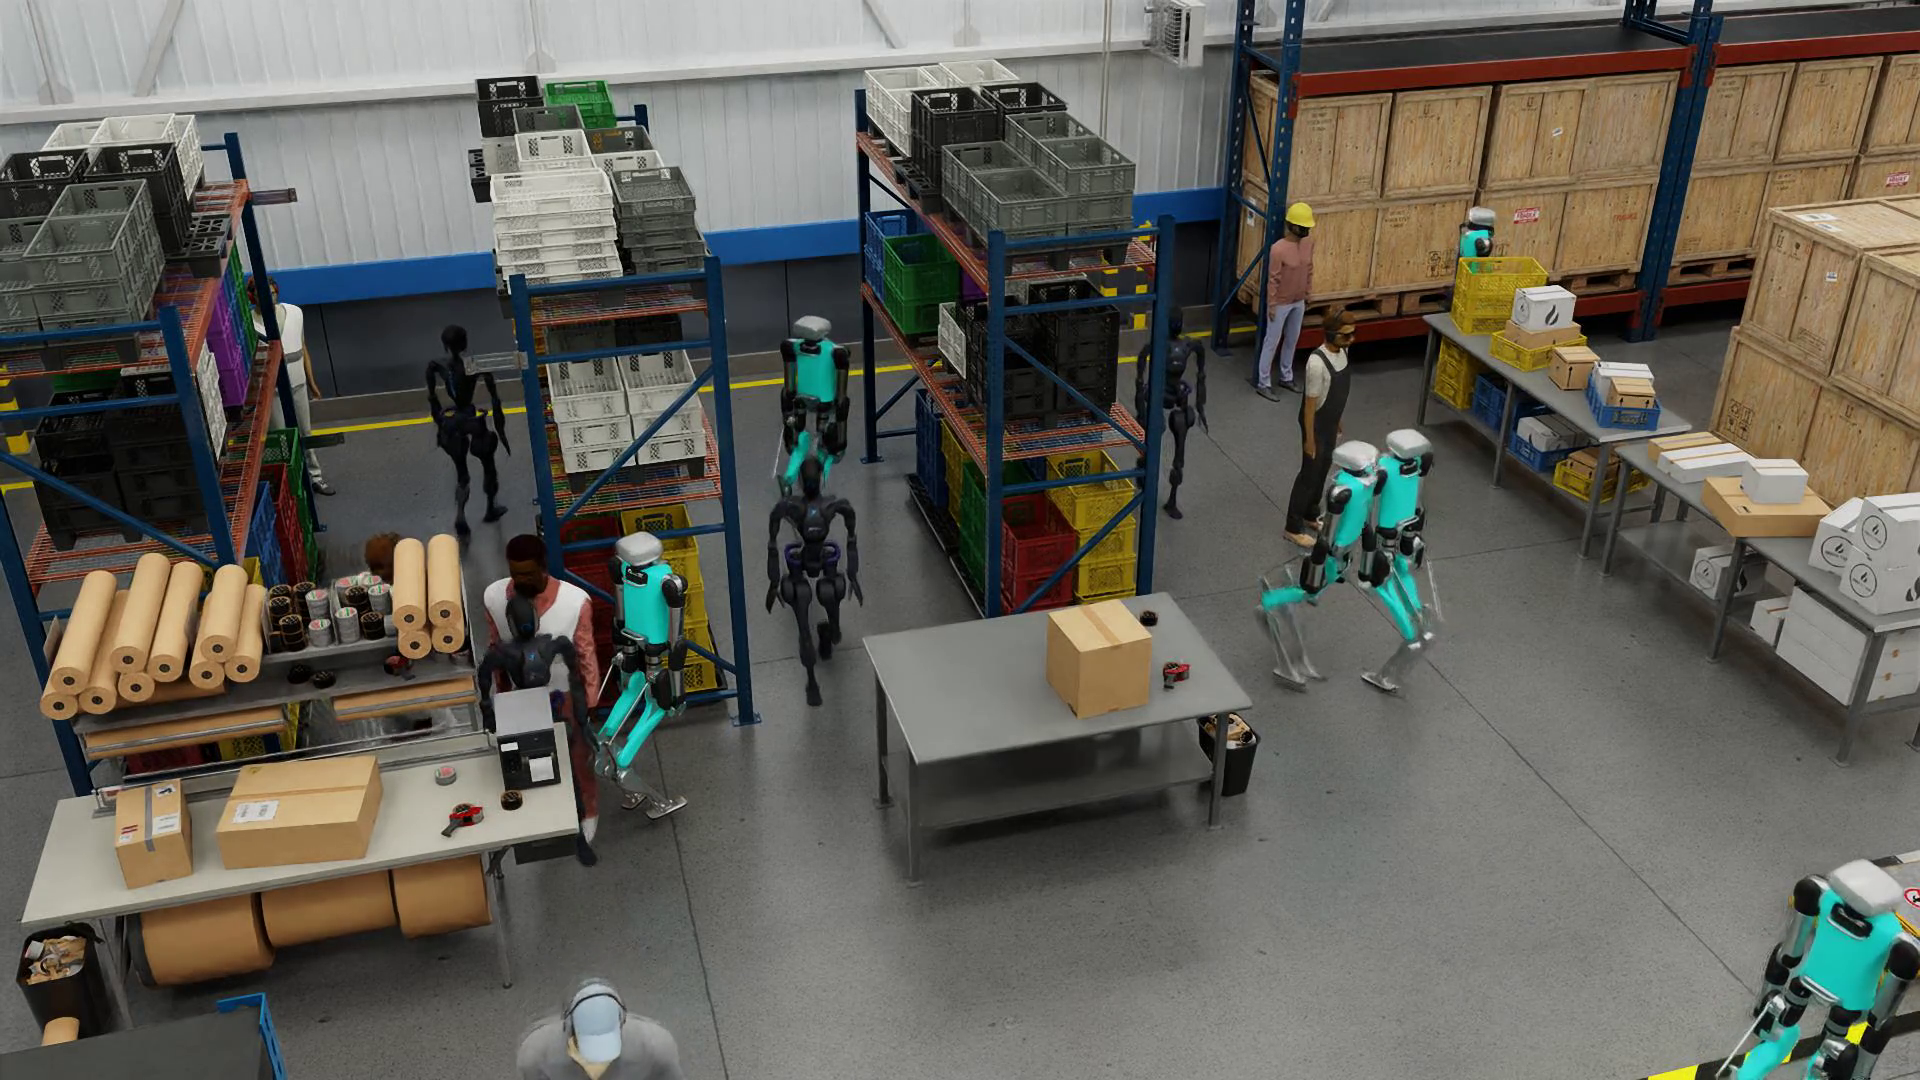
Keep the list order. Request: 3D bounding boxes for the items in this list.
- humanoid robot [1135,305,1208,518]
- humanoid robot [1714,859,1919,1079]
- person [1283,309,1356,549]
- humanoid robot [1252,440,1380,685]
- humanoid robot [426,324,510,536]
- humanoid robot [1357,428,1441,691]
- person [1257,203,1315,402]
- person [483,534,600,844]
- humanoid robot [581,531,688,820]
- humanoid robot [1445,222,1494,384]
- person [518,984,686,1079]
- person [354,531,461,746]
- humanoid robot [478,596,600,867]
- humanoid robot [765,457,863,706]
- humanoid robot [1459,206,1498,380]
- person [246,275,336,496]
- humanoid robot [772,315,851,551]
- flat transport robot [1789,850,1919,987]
[{"bbox_3d":[1.572,-1.021,12.578,0.583,1.639,0.642,-6,29,-10],"label":"humanoid robot"},{"bbox_3d":[3.302,2.160,6.784,1.047,1.787,0.530,-16,33,-27],"label":"humanoid robot"},{"bbox_3d":[2.616,-0.812,12.018,0.334,1.837,0.506,19,34,31],"label":"person"},{"bbox_3d":[2.148,0.146,10.360,0.781,1.765,0.532,21,35,33],"label":"humanoid robot"},{"bbox_3d":[-3.621,-0.806,12.197,0.583,1.636,0.576,3,29,6],"label":"humanoid robot"},{"bbox_3d":[2.781,0.224,10.241,0.536,1.819,0.662,-20,34,-32],"label":"humanoid robot"},{"bbox_3d":[2.851,-2.061,14.365,0.526,1.759,0.337,-20,34,-32],"label":"person"},{"bbox_3d":[-2.233,0.798,9.010,0.593,1.914,0.400,4,29,6],"label":"person"},{"bbox_3d":[-1.821,0.808,9.027,0.533,1.677,0.735,20,35,32],"label":"humanoid robot"},{"bbox_3d":[4.338,-1.959,14.251,0.318,1.649,0.616,15,32,26],"label":"humanoid robot"},{"bbox_3d":[-1.330,2.301,6.418,0.612,1.776,0.882,1,29,2],"label":"person"},{"bbox_3d":[-3.059,0.806,9.123,0.674,1.793,0.839,25,38,38],"label":"person"},{"bbox_3d":[-2.228,1.026,8.830,0.601,1.645,0.489,-16,33,-27],"label":"humanoid robot"},{"bbox_3d":[-0.926,0.191,10.367,0.606,1.629,0.619,-5,29,-9],"label":"humanoid robot"},{"bbox_3d":[4.527,-1.974,14.203,0.684,1.771,0.534,-2,29,-3],"label":"humanoid robot"},{"bbox_3d":[-5.145,-1.145,12.607,0.390,1.846,0.564,21,35,33],"label":"person"},{"bbox_3d":[-1.114,-0.630,11.841,0.547,1.824,0.788,12,31,20],"label":"humanoid robot"},{"bbox_3d":[5.163,1.916,8.676,1.431,0.231,0.659,-8,30,-14],"label":"flat transport robot"}]
